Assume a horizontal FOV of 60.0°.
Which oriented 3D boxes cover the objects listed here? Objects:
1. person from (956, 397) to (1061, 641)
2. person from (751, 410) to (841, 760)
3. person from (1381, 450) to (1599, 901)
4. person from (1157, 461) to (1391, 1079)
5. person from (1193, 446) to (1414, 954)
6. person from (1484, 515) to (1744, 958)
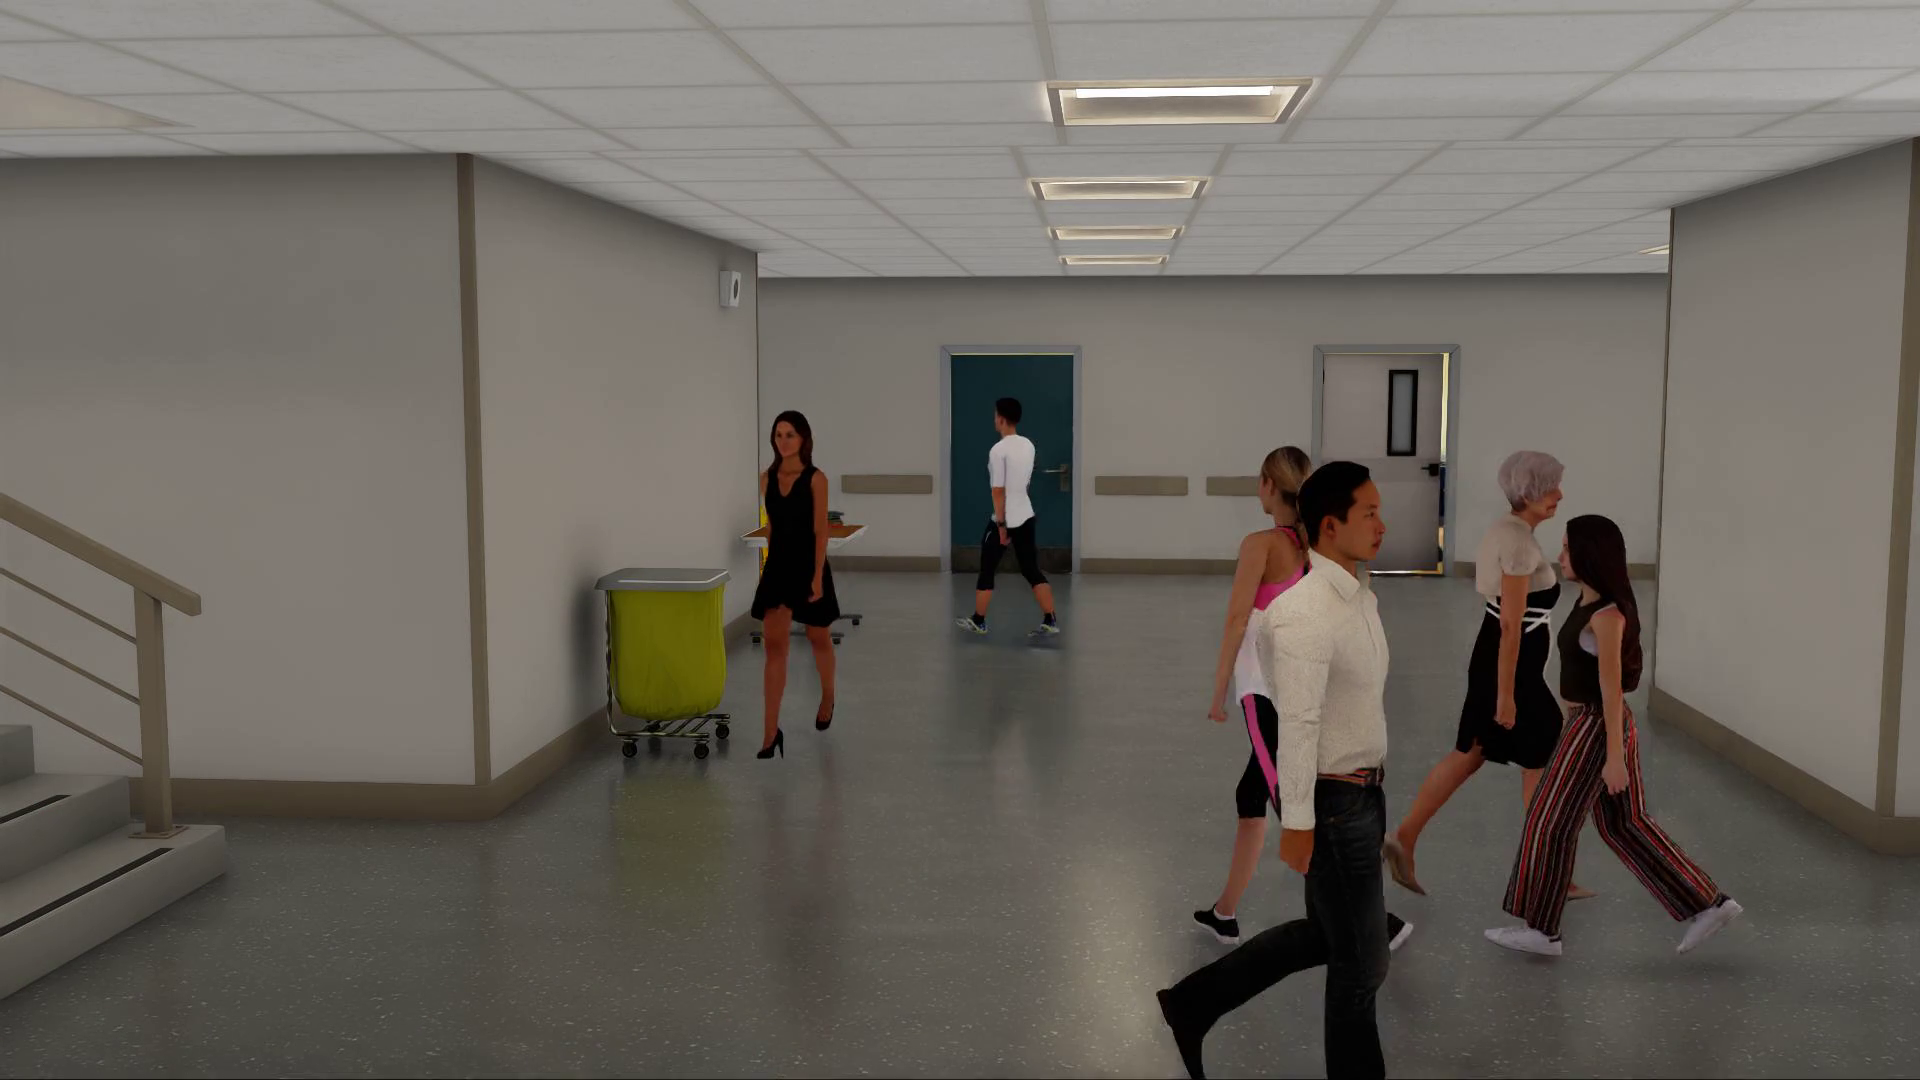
[{"bbox_3d":[0.464,-0.124,12.432,1.288,1.814,1.159,5,8,43],"label":"person"},{"bbox_3d":[-0.805,0.262,8.825,1.177,1.767,0.884,2,6,21],"label":"person"},{"bbox_3d":[1.952,0.550,6.245,1.040,1.711,0.636,0,6,2],"label":"person"},{"bbox_3d":[0.889,0.697,4.374,1.115,1.793,0.872,3,6,25],"label":"person"},{"bbox_3d":[1.159,0.598,5.609,1.172,1.742,1.170,-4,7,-37],"label":"person"},{"bbox_3d":[2.260,0.697,5.663,1.090,1.534,0.672,2,6,15],"label":"person"}]
